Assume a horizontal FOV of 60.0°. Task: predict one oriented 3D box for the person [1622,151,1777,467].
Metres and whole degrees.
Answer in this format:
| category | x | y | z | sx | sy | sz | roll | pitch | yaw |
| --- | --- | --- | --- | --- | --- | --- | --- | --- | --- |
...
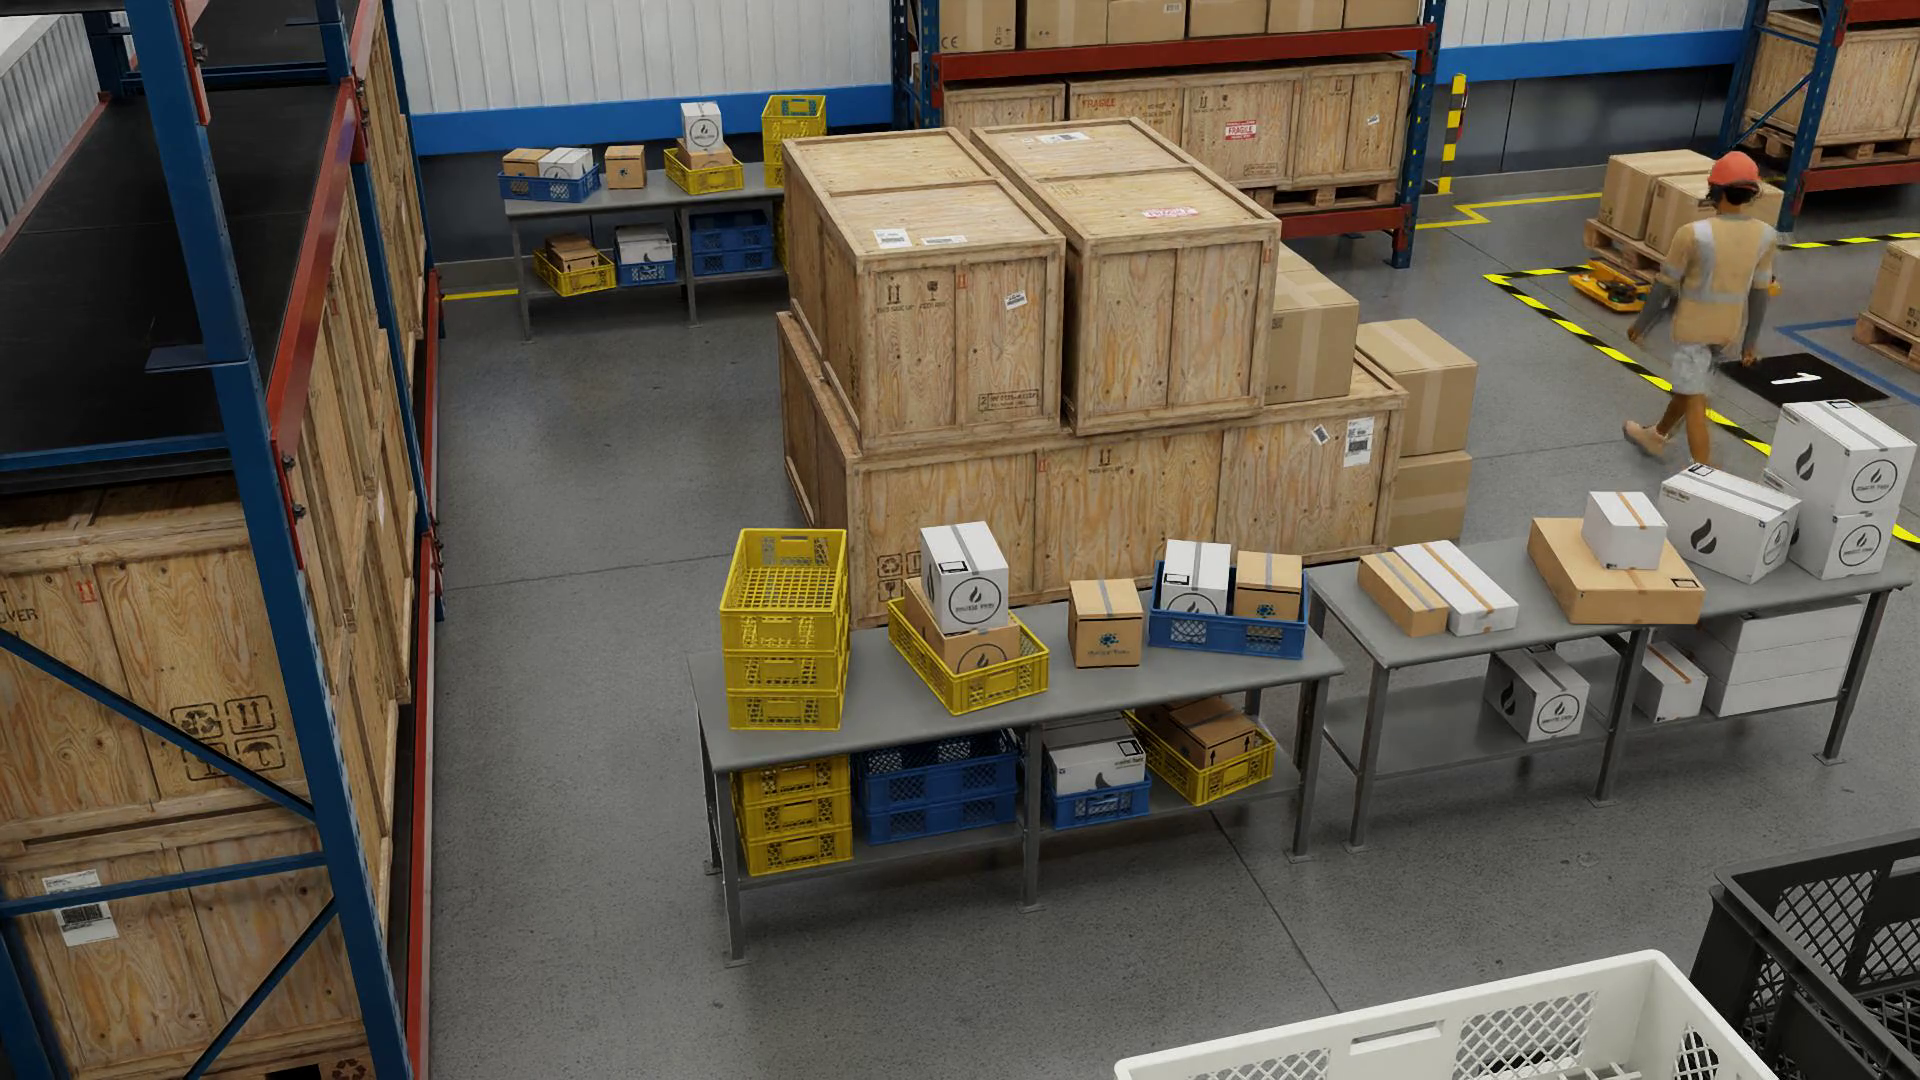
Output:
| category | x | y | z | sx | sy | sz | roll | pitch | yaw |
| --- | --- | --- | --- | --- | --- | --- | --- | --- | --- |
| person | 4.269 | -1.223 | 9.567 | 0.615 | 1.989 | 1.046 | -8 | 30 | -14 |
